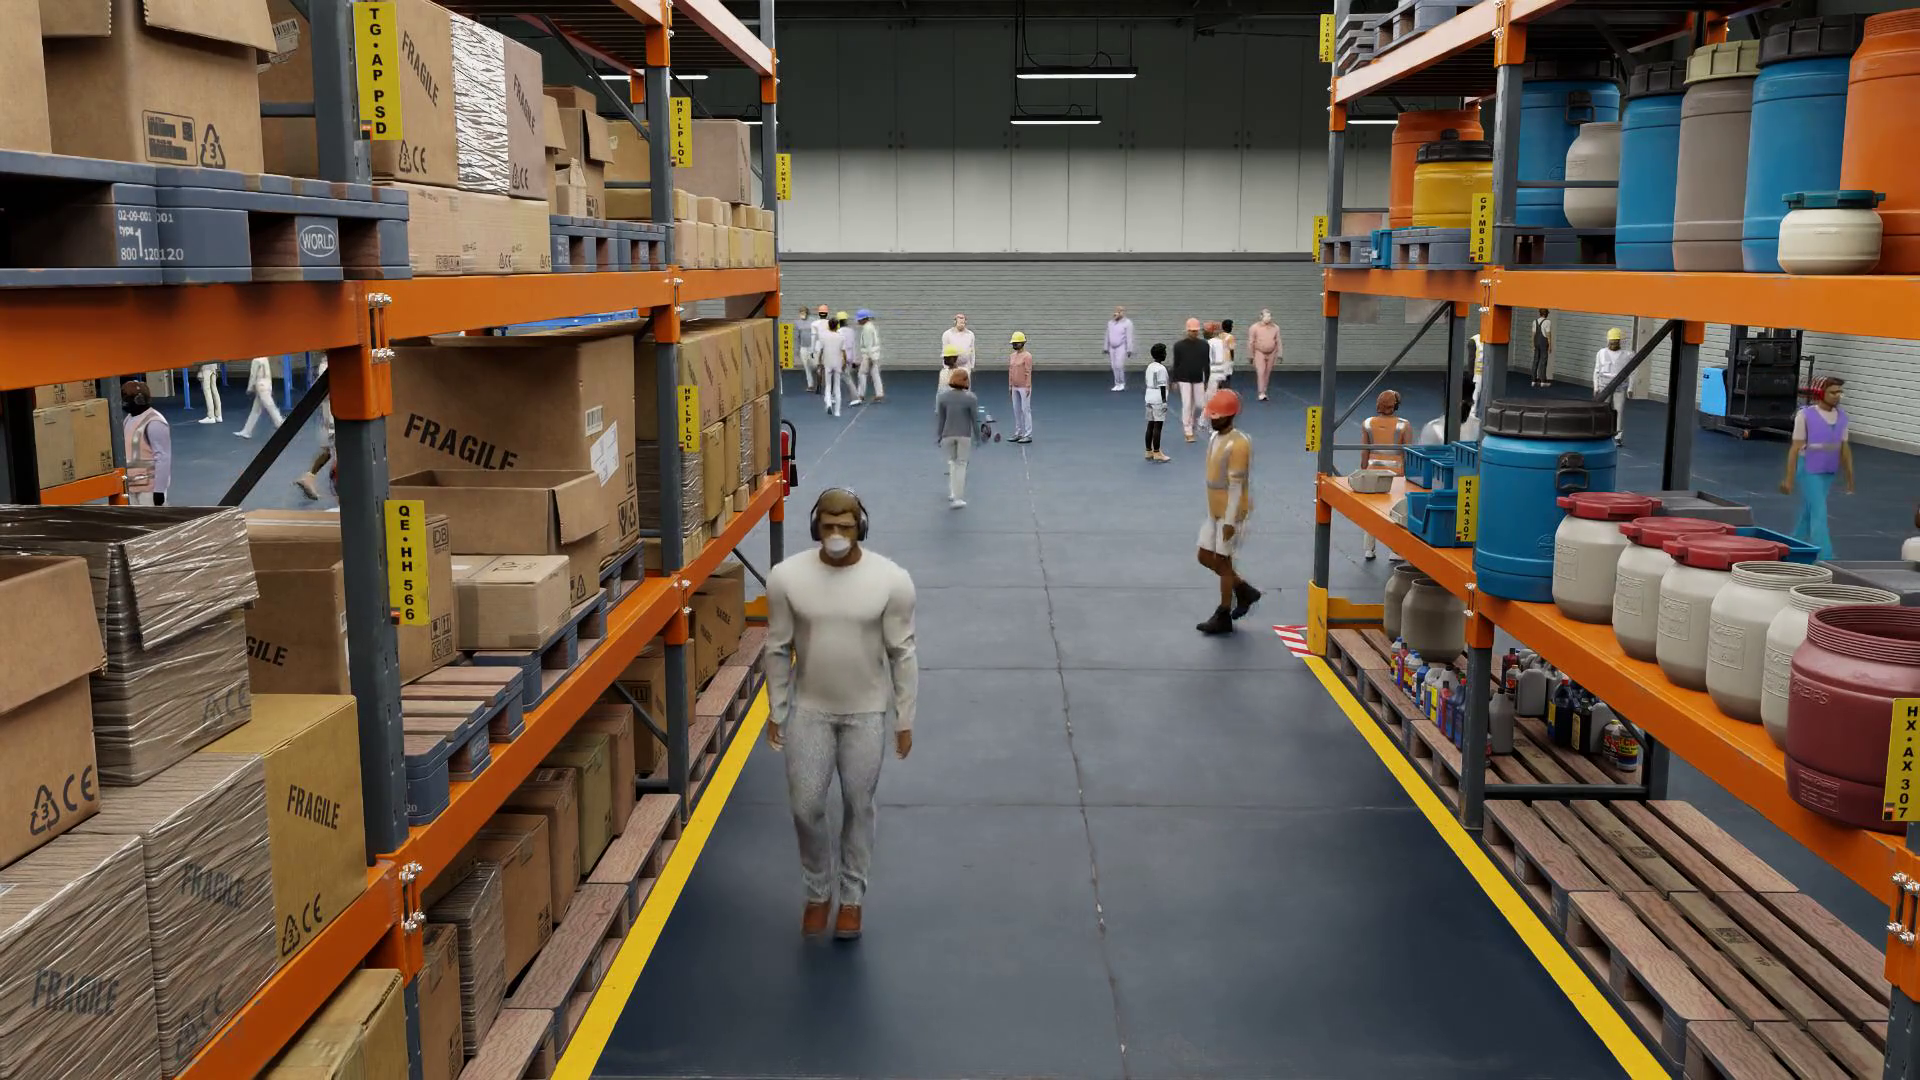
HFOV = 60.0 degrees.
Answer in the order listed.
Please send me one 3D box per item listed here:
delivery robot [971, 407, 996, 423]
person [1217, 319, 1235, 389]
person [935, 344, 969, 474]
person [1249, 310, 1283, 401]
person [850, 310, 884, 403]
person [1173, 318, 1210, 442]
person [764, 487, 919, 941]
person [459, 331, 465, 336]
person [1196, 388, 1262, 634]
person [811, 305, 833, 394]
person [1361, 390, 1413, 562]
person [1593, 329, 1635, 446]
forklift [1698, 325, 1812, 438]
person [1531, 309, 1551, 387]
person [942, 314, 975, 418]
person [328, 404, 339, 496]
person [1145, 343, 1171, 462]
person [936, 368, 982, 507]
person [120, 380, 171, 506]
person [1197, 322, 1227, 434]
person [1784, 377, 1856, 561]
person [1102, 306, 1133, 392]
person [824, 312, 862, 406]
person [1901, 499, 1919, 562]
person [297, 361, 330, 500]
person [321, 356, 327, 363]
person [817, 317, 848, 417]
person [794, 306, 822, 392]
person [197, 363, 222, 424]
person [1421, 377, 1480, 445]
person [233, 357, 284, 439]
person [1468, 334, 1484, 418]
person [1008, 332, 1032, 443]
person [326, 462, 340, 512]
[{"bbox_3d":[0.338,-2.022,26.671,0.335,0.223,0.698,-5,11,-25],"label":"delivery robot"},{"bbox_3d":[5.419,-3.646,33.910,0.322,1.697,0.535,-5,10,-25],"label":"person"},{"bbox_3d":[-0.148,-1.756,22.410,0.566,1.745,0.560,-8,12,-40],"label":"person"},{"bbox_3d":[6.325,-3.786,34.228,0.657,1.869,0.889,-2,10,-11],"label":"person"},{"bbox_3d":[-1.919,-3.729,33.801,0.812,1.888,0.714,0,9,0],"label":"person"},{"bbox_3d":[3.698,-2.572,26.644,0.620,1.974,0.531,-1,10,-7],"label":"person"},{"bbox_3d":[-0.498,0.743,6.929,0.654,1.925,0.516,0,9,0],"label":"person"},{"bbox_3d":[-8.979,-3.233,30.536,0.539,2.000,0.688,4,10,21],"label":"person"},{"bbox_3d":[2.068,-0.222,12.791,0.528,1.906,0.548,-3,10,-17],"label":"person"},{"bbox_3d":[-2.972,-4.153,36.228,0.552,1.935,0.366,-2,10,-10],"label":"person"},{"bbox_3d":[4.081,-0.615,15.925,0.513,1.641,0.307,6,11,34],"label":"person"},{"bbox_3d":[10.201,-2.382,25.987,0.613,1.818,0.403,6,11,31],"label":"person"},{"bbox_3d":[13.248,-3.165,27.620,1.129,2.768,1.873,0,9,1],"label":"forklift"},{"bbox_3d":[13.458,-4.478,38.454,0.346,1.846,0.505,-6,11,-33],"label":"person"},{"bbox_3d":[-0.010,-3.203,30.652,0.639,1.904,0.409,-4,10,-20],"label":"person"},{"bbox_3d":[-5.720,-0.731,15.727,0.542,1.939,0.368,2,10,11],"label":"person"},{"bbox_3d":[2.847,-1.987,23.975,0.317,1.696,0.538,-3,10,-18],"label":"person"},{"bbox_3d":[0.011,-1.211,19.554,0.528,1.613,0.558,4,10,23],"label":"person"},{"bbox_3d":[-7.061,-0.458,14.387,0.633,1.841,0.429,8,12,40],"label":"person"},{"bbox_3d":[4.108,-2.705,27.823,0.892,1.847,0.606,8,12,39],"label":"person"},{"bbox_3d":[7.905,-0.567,15.109,0.601,1.807,0.881,-4,10,-22],"label":"person"},{"bbox_3d":[3.483,-4.236,36.892,0.533,1.890,0.654,-9,13,-42],"label":"person"},{"bbox_3d":[-2.345,-3.637,33.367,1.014,1.881,0.586,6,11,31],"label":"person"},{"bbox_3d":[5.421,0.488,9.395,0.530,1.603,0.740,-1,10,-8],"label":"person"},{"bbox_3d":[-7.536,-1.480,20.018,0.609,2.013,0.911,7,12,35],"label":"person"},{"bbox_3d":[-8.310,-1.862,22.586,0.641,1.913,0.407,-1,10,-6],"label":"person"},{"bbox_3d":[-2.374,-3.207,30.856,0.585,1.843,0.434,0,9,-2],"label":"person"},{"bbox_3d":[-3.348,-4.237,36.831,0.678,1.903,0.522,4,10,21],"label":"person"},{"bbox_3d":[-13.440,-3.022,29.692,0.312,1.865,0.515,1,10,7],"label":"person"},{"bbox_3d":[4.065,-0.354,13.496,0.634,1.921,0.971,-2,10,-13],"label":"person"},{"bbox_3d":[-11.256,-2.391,26.746,0.904,1.584,0.510,-2,10,-9],"label":"person"},{"bbox_3d":[9.223,-2.936,29.228,0.624,1.845,0.430,-2,10,-14],"label":"person"},{"bbox_3d":[0.946,-2.430,26.454,0.336,1.757,0.517,-7,12,-38],"label":"person"},{"bbox_3d":[-3.248,0.443,9.069,0.562,1.832,1.039,1,10,9],"label":"person"}]
